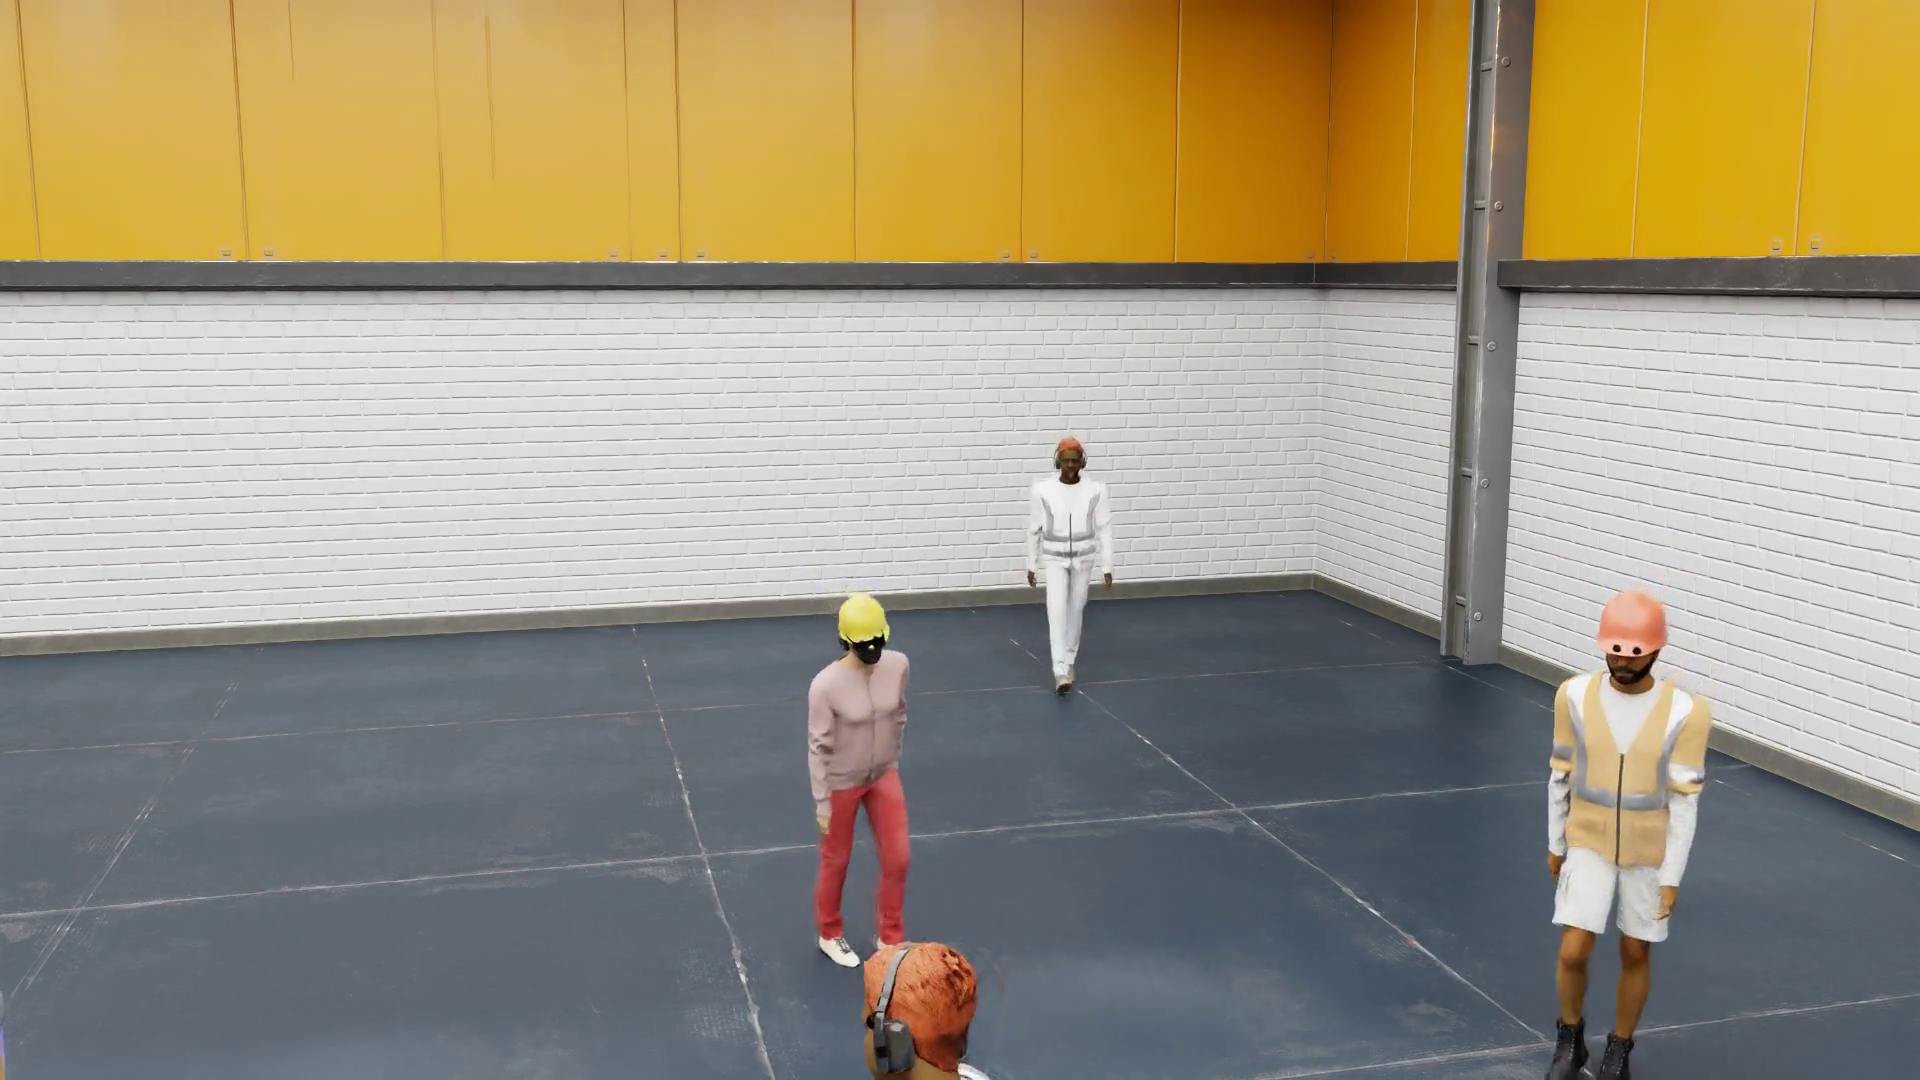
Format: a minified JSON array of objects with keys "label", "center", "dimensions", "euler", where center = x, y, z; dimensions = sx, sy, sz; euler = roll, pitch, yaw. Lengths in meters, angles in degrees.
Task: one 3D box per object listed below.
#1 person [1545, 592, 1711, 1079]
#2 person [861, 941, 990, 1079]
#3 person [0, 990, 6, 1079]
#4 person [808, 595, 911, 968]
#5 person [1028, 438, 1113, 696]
[{"label":"person","center":[2.377,1.124,5.997],"dimensions":[0.537,1.914,0.517],"euler":[5,10,28]},{"label":"person","center":[0.044,1.638,3.081],"dimensions":[0.971,1.834,0.616],"euler":[0,9,1]},{"label":"person","center":[-2.548,1.461,4.103],"dimensions":[0.570,1.845,0.380],"euler":[4,10,25]},{"label":"person","center":[-0.436,1.043,7.121],"dimensions":[0.548,1.706,0.622],"euler":[-6,11,-34]},{"label":"person","center":[0.807,0.195,12.043],"dimensions":[0.609,1.828,0.965],"euler":[0,9,-2]}]
